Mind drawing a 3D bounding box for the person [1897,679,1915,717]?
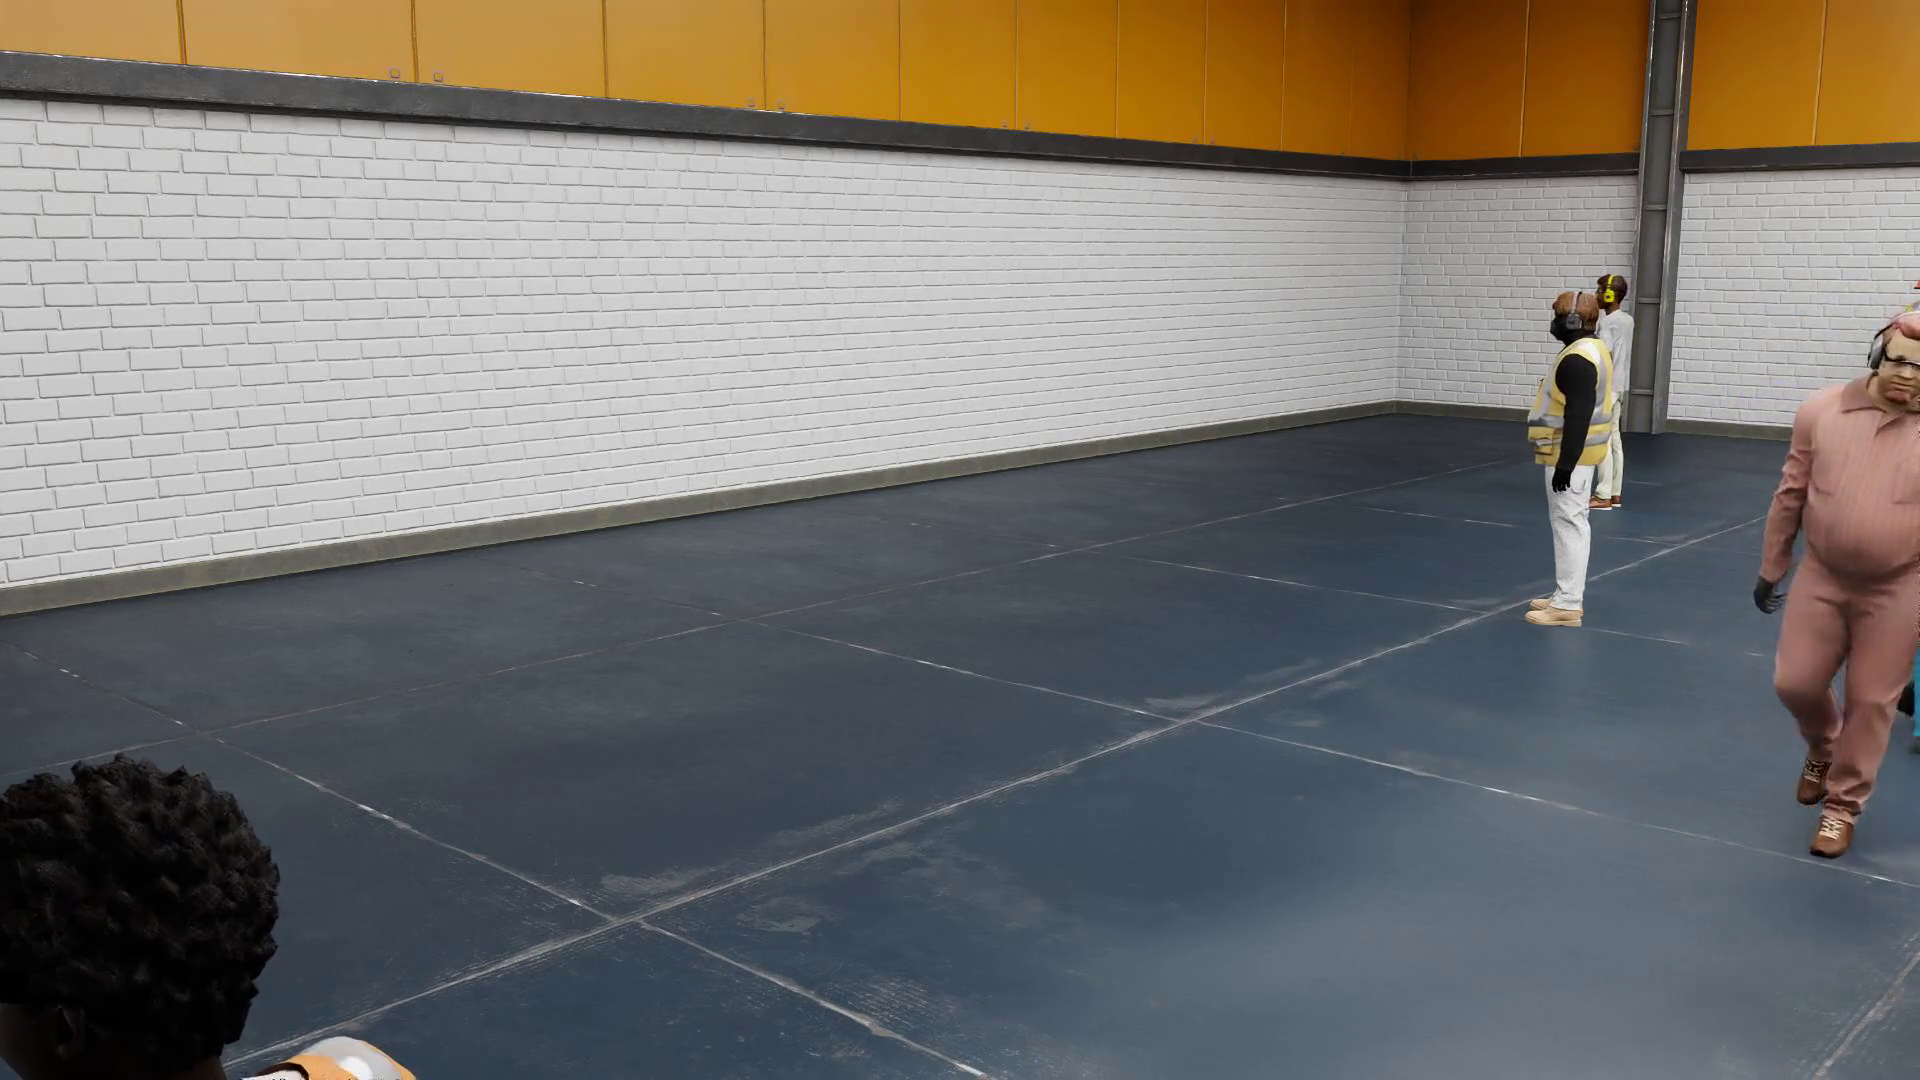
[{"bbox_3d":[4.499,-0.072,6.955,0.974,1.898,0.551,6,12,33],"label":"person"}]

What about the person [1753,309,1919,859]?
[{"bbox_3d":[3.118,0.146,5.710,0.719,1.874,0.523,9,13,42],"label":"person"}]

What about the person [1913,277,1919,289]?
[{"bbox_3d":[7.492,-1.149,12.916,0.551,1.936,0.356,-3,10,-18],"label":"person"}]

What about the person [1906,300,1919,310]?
[{"bbox_3d":[9.551,-1.696,16.322,0.619,1.839,0.430,4,11,22],"label":"person"}]

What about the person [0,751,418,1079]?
[{"bbox_3d":[-0.604,1.002,1.375,0.318,1.694,0.535,3,10,18],"label":"person"}]

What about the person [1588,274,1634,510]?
[{"bbox_3d":[5.147,-1.173,13.253,0.317,1.867,0.531,9,13,41],"label":"person"}]

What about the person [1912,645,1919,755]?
[{"bbox_3d":[4.168,-0.011,6.805,0.593,1.808,0.616,-4,11,-23],"label":"person"}]

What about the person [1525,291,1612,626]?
[{"bbox_3d":[3.356,-0.448,9.197,0.429,1.842,0.636,5,11,25],"label":"person"}]
